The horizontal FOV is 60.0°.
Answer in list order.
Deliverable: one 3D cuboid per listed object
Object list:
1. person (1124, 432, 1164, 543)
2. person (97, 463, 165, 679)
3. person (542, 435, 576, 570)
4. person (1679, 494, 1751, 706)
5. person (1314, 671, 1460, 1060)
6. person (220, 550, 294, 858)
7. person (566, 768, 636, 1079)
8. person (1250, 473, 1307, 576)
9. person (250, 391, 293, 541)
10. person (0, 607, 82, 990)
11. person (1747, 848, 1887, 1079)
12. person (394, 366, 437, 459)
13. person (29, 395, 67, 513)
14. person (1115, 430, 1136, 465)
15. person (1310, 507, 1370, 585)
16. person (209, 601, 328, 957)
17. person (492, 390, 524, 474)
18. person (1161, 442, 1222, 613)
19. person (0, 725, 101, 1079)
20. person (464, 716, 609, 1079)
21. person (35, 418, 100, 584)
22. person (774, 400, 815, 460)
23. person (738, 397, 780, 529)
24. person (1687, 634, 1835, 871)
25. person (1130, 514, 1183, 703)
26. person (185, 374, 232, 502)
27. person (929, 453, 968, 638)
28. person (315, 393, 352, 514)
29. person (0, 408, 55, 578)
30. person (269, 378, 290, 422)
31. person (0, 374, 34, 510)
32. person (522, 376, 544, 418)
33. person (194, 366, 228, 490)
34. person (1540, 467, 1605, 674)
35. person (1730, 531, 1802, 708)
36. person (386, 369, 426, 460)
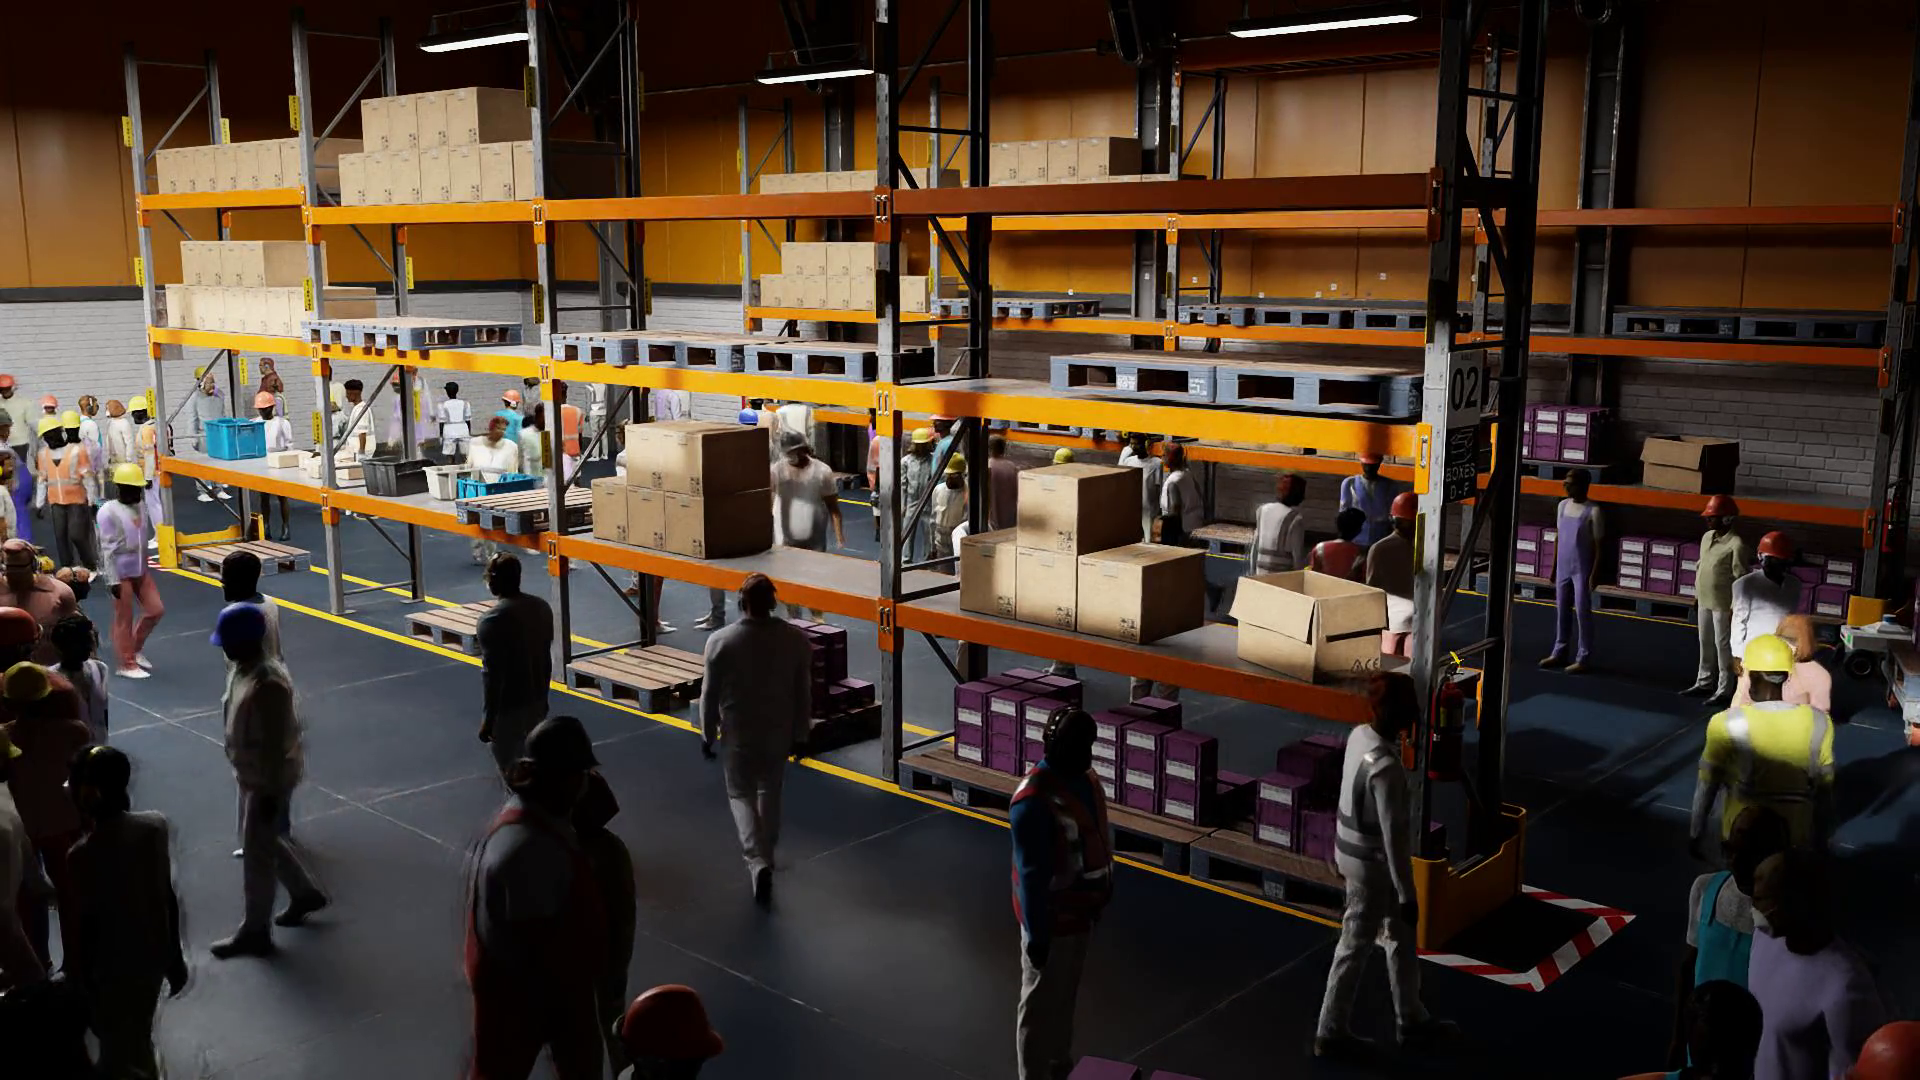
[{"bbox_3d":[1.937,-0.267,17.739,0.522,1.856,0.351,8,13,37],"label":"person"},{"bbox_3d":[-7.227,0.276,14.506,0.422,1.911,0.606,3,10,15],"label":"person"},{"bbox_3d":[-4.657,-0.447,19.430,0.445,1.608,0.529,6,12,33],"label":"person"},{"bbox_3d":[6.232,0.491,13.722,0.337,1.749,0.574,-2,10,-10],"label":"person"},{"bbox_3d":[2.037,1.512,7.652,0.826,1.855,0.614,1,10,3],"label":"person"},{"bbox_3d":[-4.362,1.007,10.339,0.391,1.920,0.588,-2,10,-12],"label":"person"},{"bbox_3d":[-1.549,1.745,6.972,0.498,1.634,0.279,9,13,40],"label":"person"},{"bbox_3d":[2.666,0.346,14.319,0.508,1.849,0.623,-6,12,-32],"label":"person"},{"bbox_3d":[-8.832,-0.938,21.293,0.552,1.932,0.377,-1,10,-4],"label":"person"},{"bbox_3d":[-4.714,1.308,8.426,0.623,1.992,0.397,3,11,18],"label":"person"},{"bbox_3d":[2.785,1.908,5.339,0.894,1.900,0.629,1,10,4],"label":"person"},{"bbox_3d":[-9.239,-2.118,28.228,0.969,1.830,0.591,9,13,41],"label":"person"},{"bbox_3d":[-12.504,-1.141,22.981,0.580,1.735,0.457,-3,11,-19],"label":"person"},{"bbox_3d":[1.878,-0.438,18.692,0.315,1.861,0.516,2,10,9],"label":"person"},{"bbox_3d":[3.143,0.551,13.609,0.525,1.666,0.604,7,12,34],"label":"person"},{"bbox_3d":[-3.781,1.251,8.944,0.588,1.923,0.641,-7,12,-36],"label":"person"},{"bbox_3d":[-6.407,-1.280,23.792,0.574,1.737,0.354,6,12,30],"label":"person"},{"bbox_3d":[2.273,-0.085,16.803,0.688,1.821,0.593,4,11,21],"label":"person"},{"bbox_3d":[-4.320,1.627,7.395,0.890,1.726,0.524,-3,10,-17],"label":"person"},{"bbox_3d":[-1.602,1.633,6.458,0.846,2.000,0.711,-2,10,-9],"label":"person"},{"bbox_3d":[-9.966,-0.422,18.554,0.632,1.874,0.438,0,10,3],"label":"person"},{"bbox_3d":[-2.315,-1.274,23.283,0.616,1.912,0.735,-4,11,-23],"label":"person"},{"bbox_3d":[-2.678,-1.081,22.120,0.589,1.927,0.387,-6,12,-32],"label":"person"},{"bbox_3d":[3.903,1.392,8.187,0.619,1.903,0.652,0,10,0],"label":"person"},{"bbox_3d":[1.488,0.712,12.275,0.633,1.831,0.429,8,13,39],"label":"person"},{"bbox_3d":[-11.144,-1.522,24.714,0.400,1.902,0.649,5,11,27],"label":"person"},{"bbox_3d":[-0.035,0.062,15.975,0.590,1.824,0.404,5,11,28],"label":"person"},{"bbox_3d":[-8.811,-1.203,23.358,0.484,1.736,0.307,-7,12,-36],"label":"person"},{"bbox_3d":[-10.726,-0.492,18.474,0.678,2.000,0.941,9,13,41],"label":"person"},{"bbox_3d":[-11.072,-1.814,27.073,0.310,1.642,0.514,-3,11,-18],"label":"person"},{"bbox_3d":[-13.478,-1.367,23.594,0.620,1.978,0.436,-1,10,-7],"label":"person"},{"bbox_3d":[-7.200,-2.030,28.048,0.491,1.732,0.320,5,11,27],"label":"person"},{"bbox_3d":[-11.690,-1.733,25.841,0.395,1.919,0.589,6,12,31],"label":"person"},{"bbox_3d":[5.456,0.264,14.753,0.325,1.843,0.517,-5,11,-27],"label":"person"},{"bbox_3d":[5.808,0.800,11.977,0.560,1.752,0.326,-3,10,-15],"label":"person"},{"bbox_3d":[-8.055,-1.447,23.964,0.889,2.005,0.641,0,10,0],"label":"person"}]
